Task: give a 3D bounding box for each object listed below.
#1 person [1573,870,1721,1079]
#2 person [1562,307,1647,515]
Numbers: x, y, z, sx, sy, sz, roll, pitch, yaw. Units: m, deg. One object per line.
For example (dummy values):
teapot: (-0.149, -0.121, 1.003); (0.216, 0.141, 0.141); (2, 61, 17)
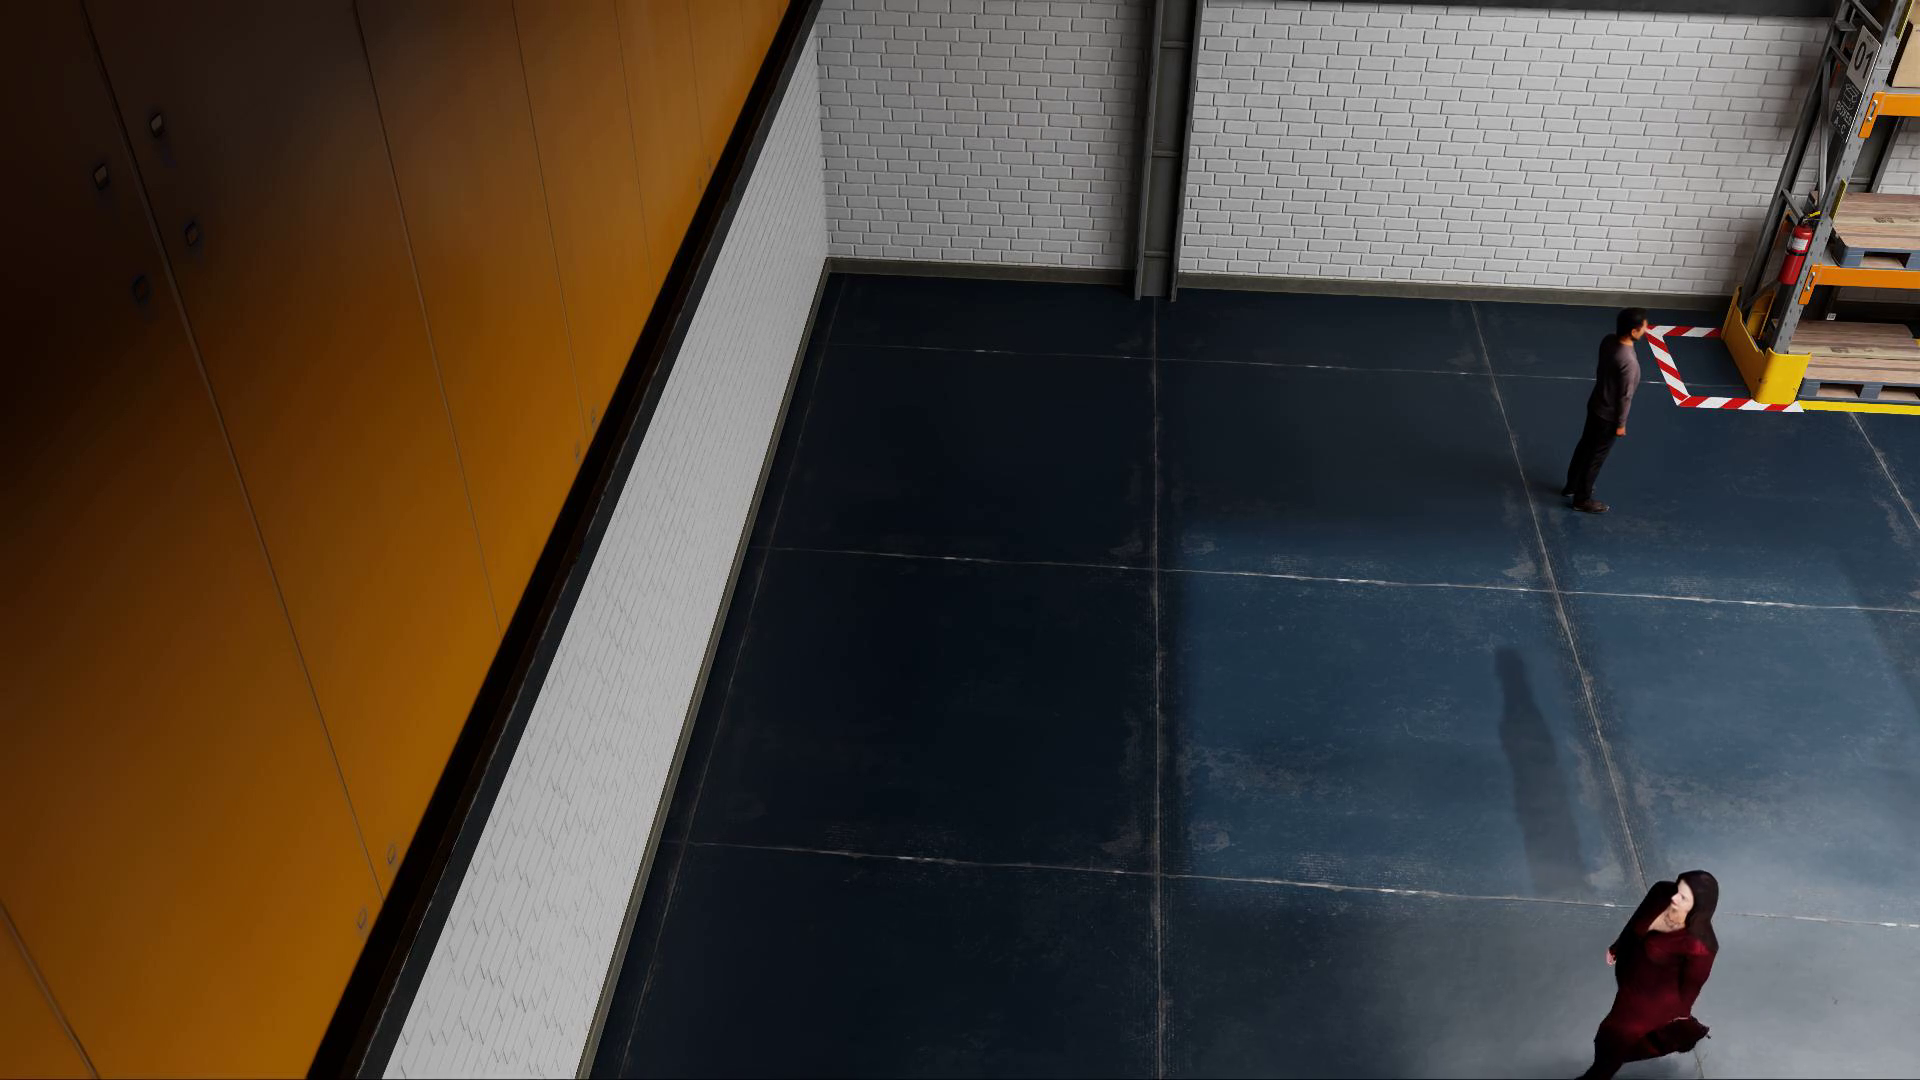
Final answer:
person: (3.725, 2.295, 8.735); (1.112, 1.727, 0.776); (-3, 39, -3)
person: (4.987, -1.017, 12.851); (0.568, 1.765, 0.665); (0, 39, -1)
